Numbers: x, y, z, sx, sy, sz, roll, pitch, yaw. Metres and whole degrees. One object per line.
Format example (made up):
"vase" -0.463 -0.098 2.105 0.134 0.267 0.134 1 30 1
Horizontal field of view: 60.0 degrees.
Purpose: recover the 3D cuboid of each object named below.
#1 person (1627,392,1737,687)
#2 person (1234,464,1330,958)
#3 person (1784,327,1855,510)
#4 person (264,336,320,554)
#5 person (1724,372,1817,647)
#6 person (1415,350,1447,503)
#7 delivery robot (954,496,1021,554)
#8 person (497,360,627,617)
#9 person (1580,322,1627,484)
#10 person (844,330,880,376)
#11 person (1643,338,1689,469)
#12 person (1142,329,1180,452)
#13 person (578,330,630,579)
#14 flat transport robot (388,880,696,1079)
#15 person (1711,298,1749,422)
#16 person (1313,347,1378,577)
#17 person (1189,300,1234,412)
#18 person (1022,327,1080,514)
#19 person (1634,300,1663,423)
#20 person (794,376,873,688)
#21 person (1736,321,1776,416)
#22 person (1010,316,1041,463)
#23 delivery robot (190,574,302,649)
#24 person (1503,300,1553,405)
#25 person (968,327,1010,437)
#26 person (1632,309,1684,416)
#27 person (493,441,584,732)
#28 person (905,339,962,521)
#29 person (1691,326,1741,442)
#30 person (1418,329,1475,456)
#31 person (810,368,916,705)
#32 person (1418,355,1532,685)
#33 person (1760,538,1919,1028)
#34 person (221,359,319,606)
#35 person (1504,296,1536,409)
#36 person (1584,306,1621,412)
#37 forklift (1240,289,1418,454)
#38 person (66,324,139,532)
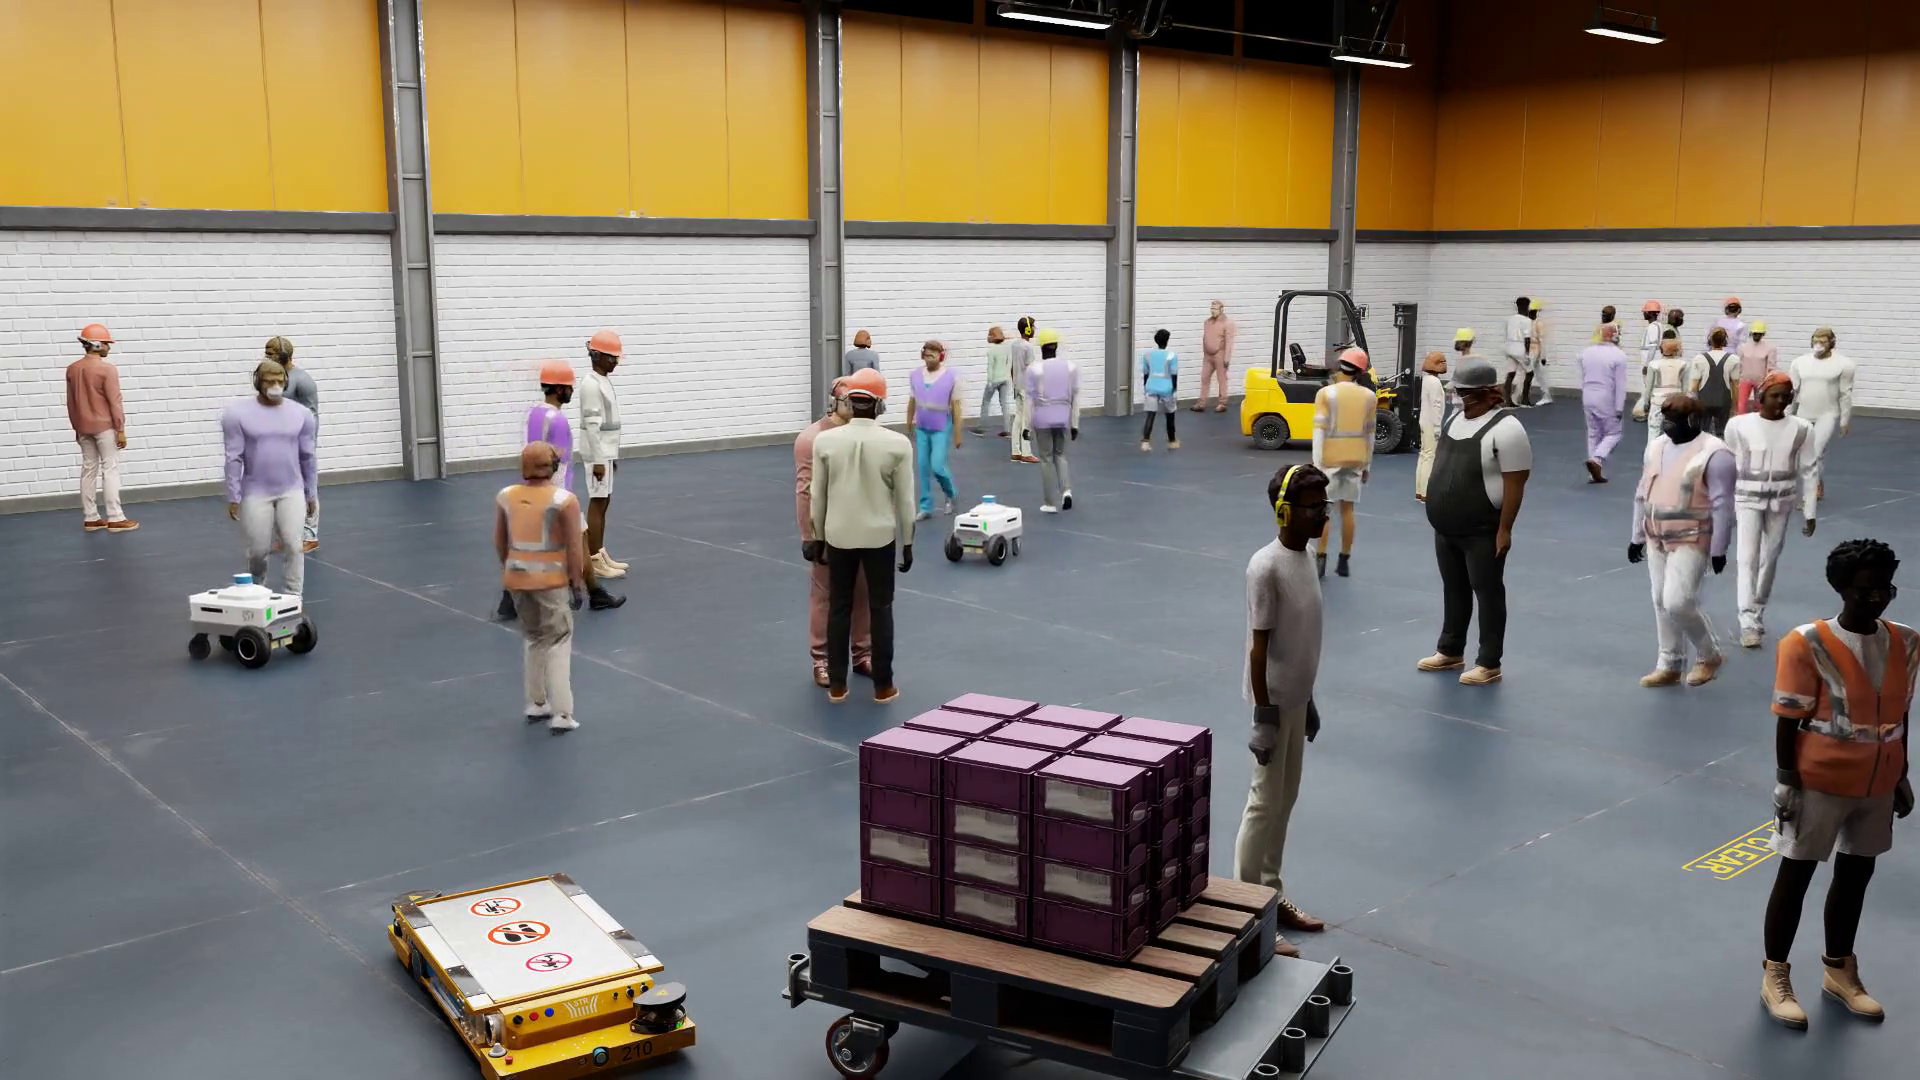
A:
"person" 4.357 0.017 10.078 0.432 1.832 0.637 -3 10 -18
"person" 1.242 0.632 6.339 0.315 1.869 0.526 6 11 31
"person" 9.047 -1.295 17.515 0.640 1.912 0.867 9 14 44
"person" -5.941 -0.837 14.746 0.629 1.937 0.378 5 11 29
"person" 5.530 -0.218 11.391 0.600 1.853 0.817 2 10 14
"person" 5.051 -1.206 17.778 0.273 1.636 0.507 0 10 3
"delivery robot" 0.249 -0.143 14.444 0.477 0.478 0.707 5 11 29
"person" -2.980 -0.369 12.168 0.986 1.894 0.562 -8 13 -40
"person" 7.393 -1.565 19.177 0.513 1.884 0.644 -6 11 -31
"person" -1.330 -2.051 22.735 0.501 1.633 0.285 2 10 14
"person" 8.689 -1.663 20.481 0.519 1.632 0.313 1 10 8
"person" 2.712 -2.011 22.444 0.544 1.658 0.794 6 11 30
"person" -2.917 -0.700 13.661 0.395 2.033 0.605 -1 10 -3
"flat transport robot" -1.523 1.507 5.891 0.652 0.197 1.431 -6 11 -32
"person" 12.214 -2.860 26.487 0.606 1.986 1.002 8 13 40
"person" 3.145 -0.646 13.767 0.626 1.887 0.498 -2 10 -11
"person" 4.267 -3.076 27.995 0.634 1.894 0.688 -9 13 -41
"person" 0.916 -1.216 17.042 0.582 1.909 0.409 -4 11 -23
"person" 10.924 -2.823 26.374 0.371 1.938 0.553 5 11 29
"person" -0.696 -0.057 10.268 0.639 1.908 0.409 -6 11 -31
"person" 11.175 -2.209 23.414 0.546 1.718 0.903 6 11 30
"person" 0.839 -1.917 21.264 0.325 1.871 0.524 -5 11 -29
"delivery robot" -4.678 0.464 10.892 0.707 0.478 0.477 4 10 21
"person" 10.095 -3.305 29.396 1.007 1.873 0.593 0 10 -3
"person" 0.462 -2.311 24.357 0.708 1.610 0.510 9 13 44
"person" 11.424 -2.854 27.004 0.912 1.799 0.642 5 11 29
"person" -2.369 0.262 9.297 0.551 1.613 0.436 3 10 17
"person" -0.259 -1.087 16.540 0.607 1.823 0.466 6 11 32
"person" 8.540 -1.493 18.855 0.508 1.846 0.345 4 10 20
"person" 6.303 -1.802 21.034 0.915 1.719 0.523 1 10 8
"person" -0.570 -0.017 9.817 0.629 1.986 0.420 1 10 5
"person" 3.144 -0.131 10.305 0.535 2.000 0.684 -4 10 -22
"person" 3.022 0.828 5.698 0.541 1.695 0.316 -2 10 -10
"person" -4.916 -0.340 11.891 0.637 1.919 0.672 -6 11 -31
"person" 9.702 -3.215 28.654 0.729 1.936 0.661 -4 11 -23
"person" 10.790 -3.019 27.892 0.553 1.814 0.699 -1 10 -5
"forklift" 5.034 -2.339 22.783 2.313 2.155 1.214 3 10 16
"person" -8.246 -1.071 15.954 0.614 1.988 0.395 4 10 20
